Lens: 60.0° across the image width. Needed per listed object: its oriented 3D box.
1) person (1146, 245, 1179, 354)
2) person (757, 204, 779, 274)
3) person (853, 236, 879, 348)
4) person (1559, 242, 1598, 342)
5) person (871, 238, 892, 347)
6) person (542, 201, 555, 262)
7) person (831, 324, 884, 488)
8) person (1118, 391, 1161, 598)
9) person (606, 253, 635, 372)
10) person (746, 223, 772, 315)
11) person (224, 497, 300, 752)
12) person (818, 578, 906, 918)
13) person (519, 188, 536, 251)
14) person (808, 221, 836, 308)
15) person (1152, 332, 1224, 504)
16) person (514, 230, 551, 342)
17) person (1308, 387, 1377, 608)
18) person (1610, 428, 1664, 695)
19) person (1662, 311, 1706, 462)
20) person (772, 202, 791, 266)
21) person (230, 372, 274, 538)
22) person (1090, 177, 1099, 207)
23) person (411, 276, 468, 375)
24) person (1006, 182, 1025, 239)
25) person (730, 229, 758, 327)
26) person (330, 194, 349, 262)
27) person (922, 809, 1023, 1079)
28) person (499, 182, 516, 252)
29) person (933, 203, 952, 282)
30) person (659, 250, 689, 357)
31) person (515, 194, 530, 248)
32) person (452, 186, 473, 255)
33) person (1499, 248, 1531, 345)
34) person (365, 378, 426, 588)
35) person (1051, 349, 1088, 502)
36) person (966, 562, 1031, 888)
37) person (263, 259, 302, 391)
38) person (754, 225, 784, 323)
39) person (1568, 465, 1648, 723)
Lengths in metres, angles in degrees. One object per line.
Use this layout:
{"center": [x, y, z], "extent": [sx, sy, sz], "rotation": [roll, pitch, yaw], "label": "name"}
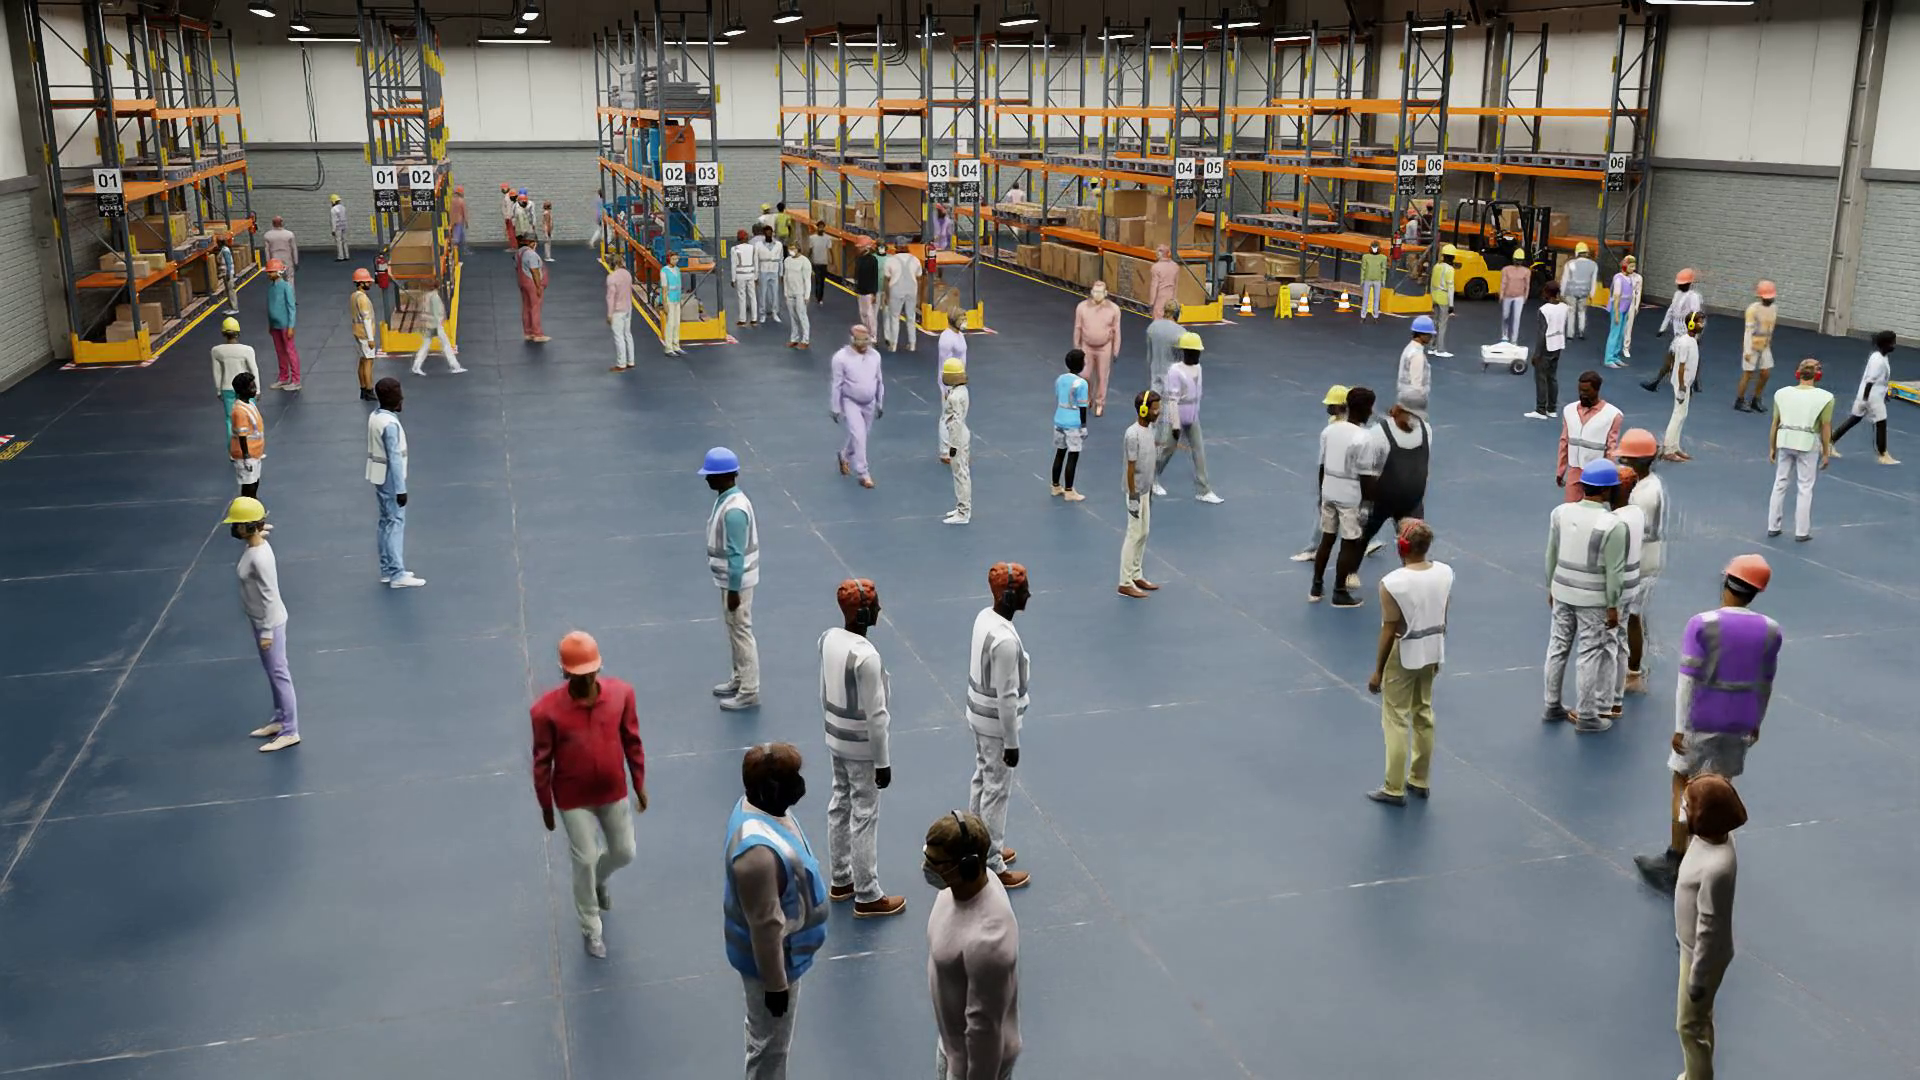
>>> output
{"center": [3.489, -4.163, 28.862], "extent": [0.655, 1.904, 0.407], "rotation": [-13, 19, -39], "label": "person"}
{"center": [-4.821, -7.571, 41.923], "extent": [0.707, 1.799, 0.479], "rotation": [-13, 19, -39], "label": "person"}
{"center": [-1.686, -4.438, 29.761], "extent": [0.370, 1.982, 0.658], "rotation": [-11, 19, -36], "label": "person"}
{"center": [11.278, -4.521, 30.388], "extent": [0.601, 1.816, 0.430], "rotation": [1, 15, 2], "label": "person"}
{"center": [-1.408, -4.439, 29.836], "extent": [0.631, 1.940, 0.372], "rotation": [-4, 15, -14], "label": "person"}
{"center": [-11.258, -8.431, 45.441], "extent": [0.311, 1.634, 0.521], "rotation": [-4, 15, -15], "label": "person"}
{"center": [-1.208, -1.585, 19.262], "extent": [0.649, 1.866, 0.904], "rotation": [-11, 18, -35], "label": "person"}
{"center": [1.617, -0.415, 14.858], "extent": [0.329, 1.857, 0.526], "rotation": [7, 16, 25], "label": "person"}
{"center": [-5.540, -3.701, 27.092], "extent": [0.374, 1.931, 0.629], "rotation": [6, 16, 20], "label": "person"}
{"center": [-4.130, -5.573, 34.218], "extent": [1.017, 1.886, 0.644], "rotation": [9, 17, 30], "label": "person"}
{"center": [-4.756, 0.566, 11.331], "extent": [0.329, 1.769, 0.526], "rotation": [-8, 17, -27], "label": "person"}
{"center": [-0.548, 1.120, 9.024], "extent": [0.355, 1.883, 0.573], "rotation": [-9, 18, -32], "label": "person"}
{"center": [-12.064, -8.763, 46.110], "extent": [0.611, 1.938, 0.412], "rotation": [1, 15, 3], "label": "person"}
{"center": [-2.924, -5.847, 35.350], "extent": [0.564, 1.820, 0.948], "rotation": [-5, 16, -17], "label": "person"}
{"center": [2.473, -1.364, 18.398], "extent": [1.017, 1.882, 0.601], "rotation": [14, 20, 42], "label": "person"}
{"center": [-7.824, -4.673, 30.523], "extent": [0.537, 2.000, 0.678], "rotation": [-13, 20, -40], "label": "person"}
{"center": [3.352, -0.374, 14.530], "extent": [0.449, 1.945, 0.647], "rotation": [-8, 17, -27], "label": "person"}
{"center": [4.945, 0.174, 12.304], "extent": [0.443, 2.025, 0.653], "rotation": [5, 16, 18], "label": "person"}
{"center": [8.891, -1.883, 20.383], "extent": [0.328, 1.862, 0.502], "rotation": [9, 17, 31], "label": "person"}
{"center": [-4.723, -8.082, 44.010], "extent": [0.567, 1.686, 0.391], "rotation": [-7, 16, -24], "label": "person"}
{"center": [-7.207, -0.863, 16.865], "extent": [0.321, 1.689, 0.529], "rotation": [-2, 15, -9], "label": "person"}
{"center": [4.249, -10.496, 52.649], "extent": [0.371, 1.925, 0.595], "rotation": [5, 16, 17], "label": "person"}
{"center": [-8.470, -3.441, 26.751], "extent": [0.875, 1.593, 0.530], "rotation": [-10, 18, -34], "label": "person"}
{"center": [1.746, -10.359, 52.336], "extent": [0.643, 1.821, 0.723], "rotation": [-3, 15, -13], "label": "person"}
{"center": [-4.203, -5.112, 32.477], "extent": [0.575, 1.883, 0.362], "rotation": [-9, 17, -29], "label": "person"}
{"center": [-16.900, -8.472, 45.222], "extent": [0.404, 1.827, 0.600], "rotation": [4, 15, 13], "label": "person"}
{"center": [0.036, 1.880, 6.078], "extent": [0.375, 1.933, 0.625], "rotation": [-2, 15, -8], "label": "person"}
{"center": [-13.113, -9.361, 48.251], "extent": [0.396, 1.992, 0.622], "rotation": [-2, 15, -7], "label": "person"}
{"center": [-0.519, -6.974, 39.246], "extent": [0.642, 2.010, 0.845], "rotation": [-4, 15, -15], "label": "person"}
{"center": [-4.979, -4.078, 28.691], "extent": [0.404, 1.831, 0.573], "rotation": [4, 15, 16], "label": "person"}
{"center": [-11.093, -7.769, 42.263], "extent": [0.392, 1.990, 0.614], "rotation": [-4, 15, -15], "label": "person"}
{"center": [-14.236, -9.009, 47.041], "extent": [0.636, 1.952, 0.935], "rotation": [11, 18, 36], "label": "person"}
{"center": [10.049, -4.423, 30.157], "extent": [0.518, 1.744, 0.728], "rotation": [5, 16, 18], "label": "person"}
{"center": [-5.191, -0.520, 15.135], "extent": [0.379, 1.917, 0.593], "rotation": [-10, 18, -32], "label": "person"}
{"center": [1.228, -1.275, 18.424], "extent": [0.324, 1.688, 0.547], "rotation": [-8, 17, -28], "label": "person"}
{"center": [0.218, 1.034, 9.375], "extent": [0.355, 1.876, 0.573], "rotation": [-3, 15, -11], "label": "person"}
{"center": [-10.364, -3.287, 25.394], "extent": [0.612, 1.995, 0.377], "rotation": [10, 18, 33], "label": "person"}
{"center": [-3.805, -5.298, 33.111], "extent": [0.597, 1.916, 0.371], "rotation": [-5, 16, -19], "label": "person"}
{"center": [4.595, 0.395, 11.756], "extent": [0.355, 1.883, 0.574], "rotation": [13, 19, 40], "label": "person"}
